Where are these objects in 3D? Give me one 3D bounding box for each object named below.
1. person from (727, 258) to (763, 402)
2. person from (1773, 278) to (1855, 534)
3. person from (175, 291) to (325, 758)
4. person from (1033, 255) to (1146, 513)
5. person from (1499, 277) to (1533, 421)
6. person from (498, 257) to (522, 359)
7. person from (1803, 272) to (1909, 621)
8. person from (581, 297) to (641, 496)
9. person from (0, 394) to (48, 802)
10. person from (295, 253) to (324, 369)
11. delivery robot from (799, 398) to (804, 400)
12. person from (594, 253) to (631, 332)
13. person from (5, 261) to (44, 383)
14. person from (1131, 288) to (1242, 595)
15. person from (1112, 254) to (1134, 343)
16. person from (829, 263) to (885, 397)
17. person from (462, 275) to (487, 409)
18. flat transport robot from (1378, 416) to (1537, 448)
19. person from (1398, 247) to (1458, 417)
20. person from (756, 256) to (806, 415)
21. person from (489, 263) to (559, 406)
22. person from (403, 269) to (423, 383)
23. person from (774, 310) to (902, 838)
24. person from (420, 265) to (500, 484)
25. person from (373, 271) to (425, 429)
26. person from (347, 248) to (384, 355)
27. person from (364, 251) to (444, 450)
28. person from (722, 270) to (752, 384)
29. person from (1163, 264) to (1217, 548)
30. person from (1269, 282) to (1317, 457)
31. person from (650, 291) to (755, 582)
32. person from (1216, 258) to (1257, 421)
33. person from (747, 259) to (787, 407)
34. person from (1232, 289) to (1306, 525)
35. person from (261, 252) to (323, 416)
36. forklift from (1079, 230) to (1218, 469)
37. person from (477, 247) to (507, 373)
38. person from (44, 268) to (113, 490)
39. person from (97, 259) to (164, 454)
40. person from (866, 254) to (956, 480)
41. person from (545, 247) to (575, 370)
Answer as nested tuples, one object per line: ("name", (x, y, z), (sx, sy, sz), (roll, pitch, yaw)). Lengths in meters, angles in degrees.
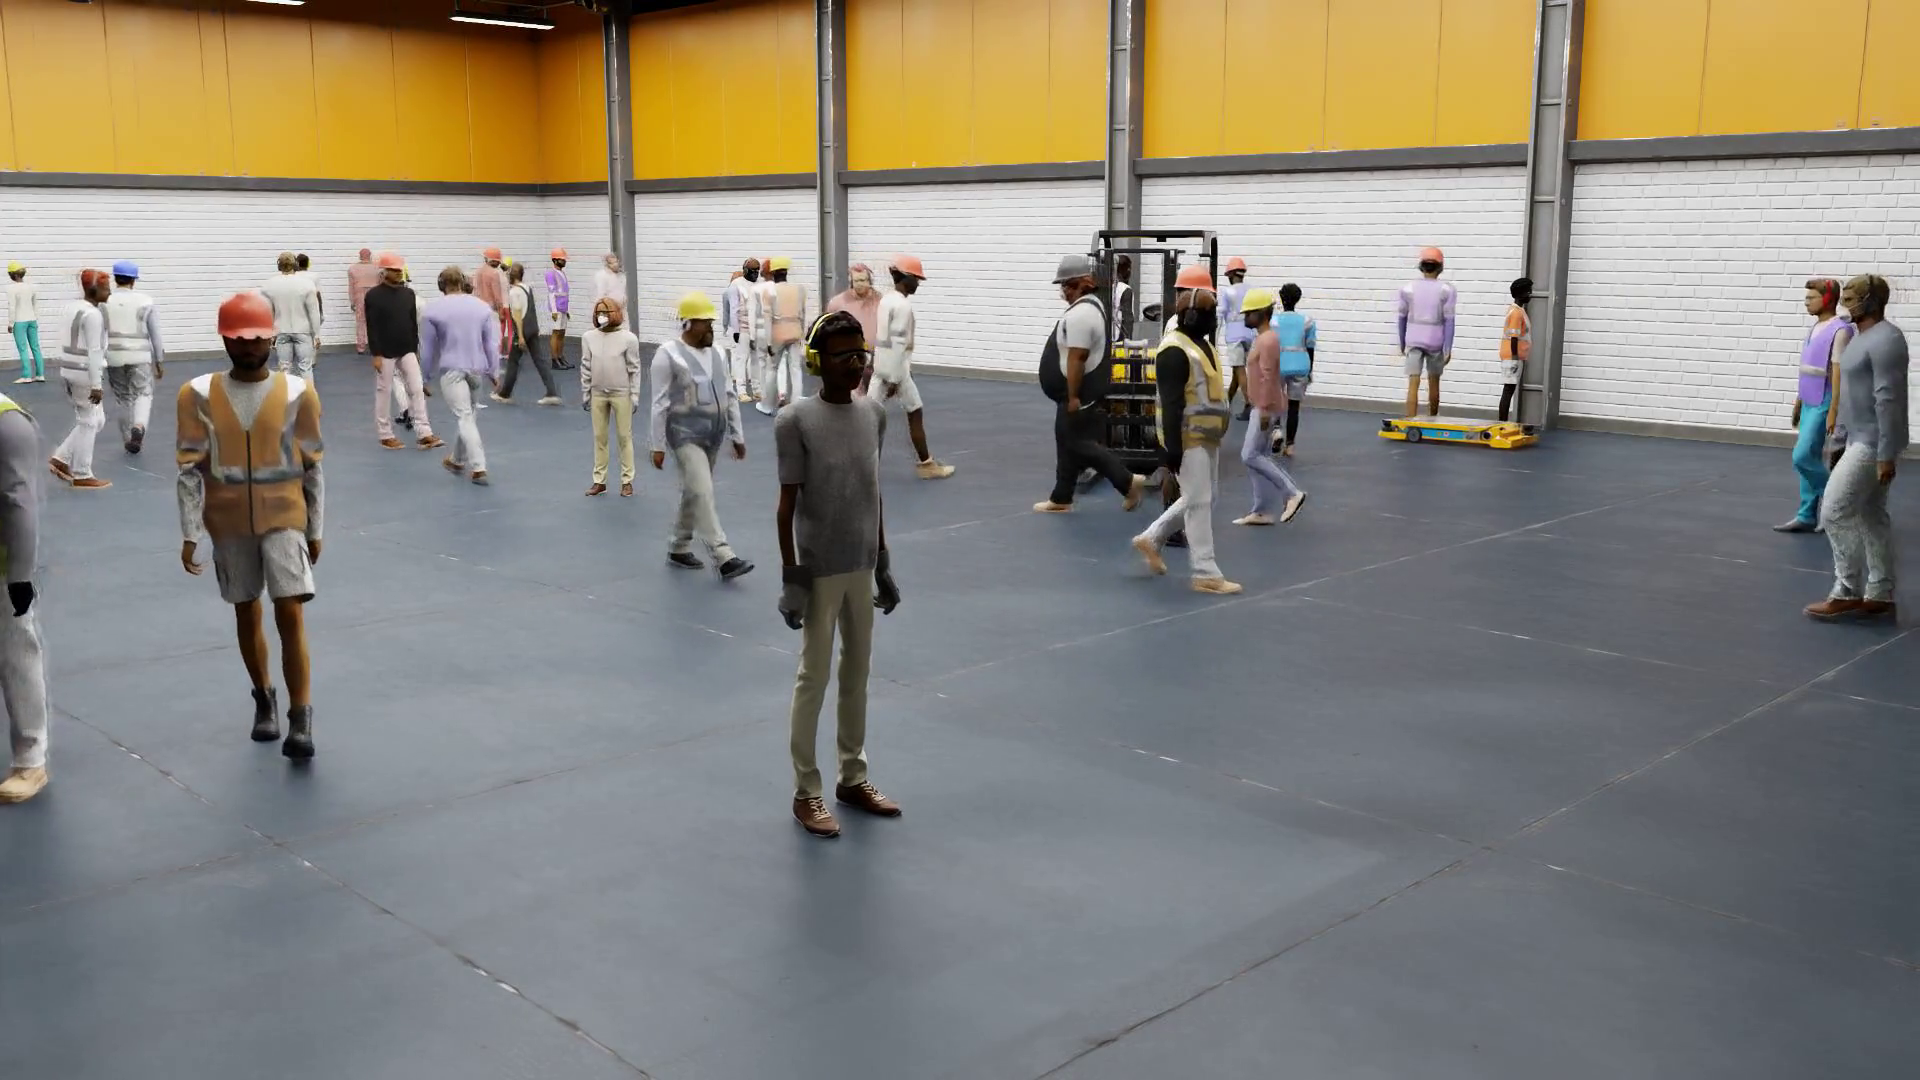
("person", (-2.682, -2.700, 21.430), (0.429, 1.839, 0.622), (9, 14, 42))
("person", (6.093, -0.935, 11.799), (0.439, 1.831, 0.606), (2, 11, 9))
("person", (-2.866, -0.044, 6.755), (0.557, 1.899, 0.911), (-3, 11, -18))
("person", (0.983, -1.175, 12.551), (0.824, 2.000, 0.688), (3, 11, 14))
("person", (5.861, -1.919, 17.568), (0.318, 1.691, 0.532), (3, 11, 18))
("person", (-7.788, -3.985, 28.652), (0.518, 1.757, 0.339), (5, 11, 24))
("person", (4.943, -0.497, 9.159), (0.653, 1.924, 0.677), (3, 11, 17))
("person", (-2.861, -1.169, 13.628), (0.501, 1.633, 0.286), (2, 11, 10))
("person", (-3.697, 0.116, 6.129), (0.668, 1.810, 0.596), (1, 10, 7))
("person", (-10.378, -3.611, 26.368), (0.548, 1.847, 0.697), (-5, 12, -26))
("delivery robot", (-1.512, -1.139, 16.154), (0.477, 0.478, 0.707), (0, 10, -1))
("person", (-5.629, -3.694, 26.799), (0.878, 1.867, 0.654), (8, 13, 36))
("person", (-13.561, -3.144, 24.047), (0.331, 1.765, 0.533), (3, 11, 15))
("person", (1.376, -0.599, 10.007), (0.736, 1.824, 0.646), (5, 12, 28))
("person", (1.756, -2.207, 18.514), (0.391, 1.919, 0.593), (-5, 11, -24))
("person", (-0.870, -1.611, 15.389), (0.675, 1.860, 0.854), (-2, 11, -10))
("person", (-6.094, -2.437, 20.524), (0.314, 1.641, 0.515), (-8, 13, -38))
("flat transport robot", (5.117, -1.128, 17.127), (1.431, 0.197, 0.652), (9, 14, 40))
("person", (4.980, -2.103, 17.735), (0.617, 1.999, 0.938), (4, 11, 23))
("person", (-2.095, -2.366, 19.475), (0.596, 1.883, 0.947), (-6, 12, -28))
("person", (-5.470, -2.574, 20.881), (0.987, 1.786, 0.517), (4, 11, 19))
("person", (-7.988, -3.098, 23.845), (0.487, 1.744, 0.314), (-3, 11, -14))
("person", (-0.428, 0.115, 5.985), (0.317, 1.870, 0.531), (10, 14, 44))
("person", (-4.353, -1.440, 14.466), (0.639, 1.873, 1.074), (-8, 13, -38))
("person", (-6.189, -2.130, 18.415), (0.600, 1.805, 0.853), (-8, 13, -36))
("person", (-10.628, -4.277, 29.858), (0.637, 1.900, 0.404), (-4, 11, -19))
("person", (-5.493, -1.849, 16.418), (0.864, 1.965, 0.652), (7, 13, 35))
("person", (-3.155, -3.045, 23.858), (0.503, 1.632, 0.276), (-2, 11, -13))
("person", (1.562, -0.921, 11.455), (0.376, 1.934, 0.547), (2, 11, 10))
("person", (3.148, -1.617, 15.940), (0.539, 1.684, 0.419), (1, 10, 3))
("person", (-1.576, -0.649, 10.386), (0.900, 1.780, 0.607), (7, 12, 33))
("person", (3.237, -2.339, 19.392), (0.609, 1.867, 1.030), (-5, 12, -26))
("person", (-2.352, -2.587, 20.795), (0.589, 1.847, 0.939), (-2, 11, -12))
("person", (2.229, -0.950, 12.127), (0.466, 1.746, 0.538), (1, 10, 5))
("person", (-7.792, -2.389, 19.452), (0.631, 1.940, 0.372), (-1, 10, -4))
("forklift", (1.804, -1.825, 15.677), (1.214, 2.155, 2.313), (2, 11, 13))
("person", (-7.329, -3.566, 25.846), (0.390, 1.956, 0.851), (-9, 14, -40))
("person", (-7.324, -1.334, 13.914), (0.534, 1.861, 0.584), (-7, 13, -35))
("person", (-8.042, -1.753, 16.066), (0.632, 1.917, 0.773), (-3, 11, -13))
("person", (-0.589, -1.461, 14.341), (1.093, 1.981, 0.630), (-5, 11, -24))
("person", (-6.364, -3.679, 26.486), (0.360, 1.939, 0.543), (2, 11, 9))
